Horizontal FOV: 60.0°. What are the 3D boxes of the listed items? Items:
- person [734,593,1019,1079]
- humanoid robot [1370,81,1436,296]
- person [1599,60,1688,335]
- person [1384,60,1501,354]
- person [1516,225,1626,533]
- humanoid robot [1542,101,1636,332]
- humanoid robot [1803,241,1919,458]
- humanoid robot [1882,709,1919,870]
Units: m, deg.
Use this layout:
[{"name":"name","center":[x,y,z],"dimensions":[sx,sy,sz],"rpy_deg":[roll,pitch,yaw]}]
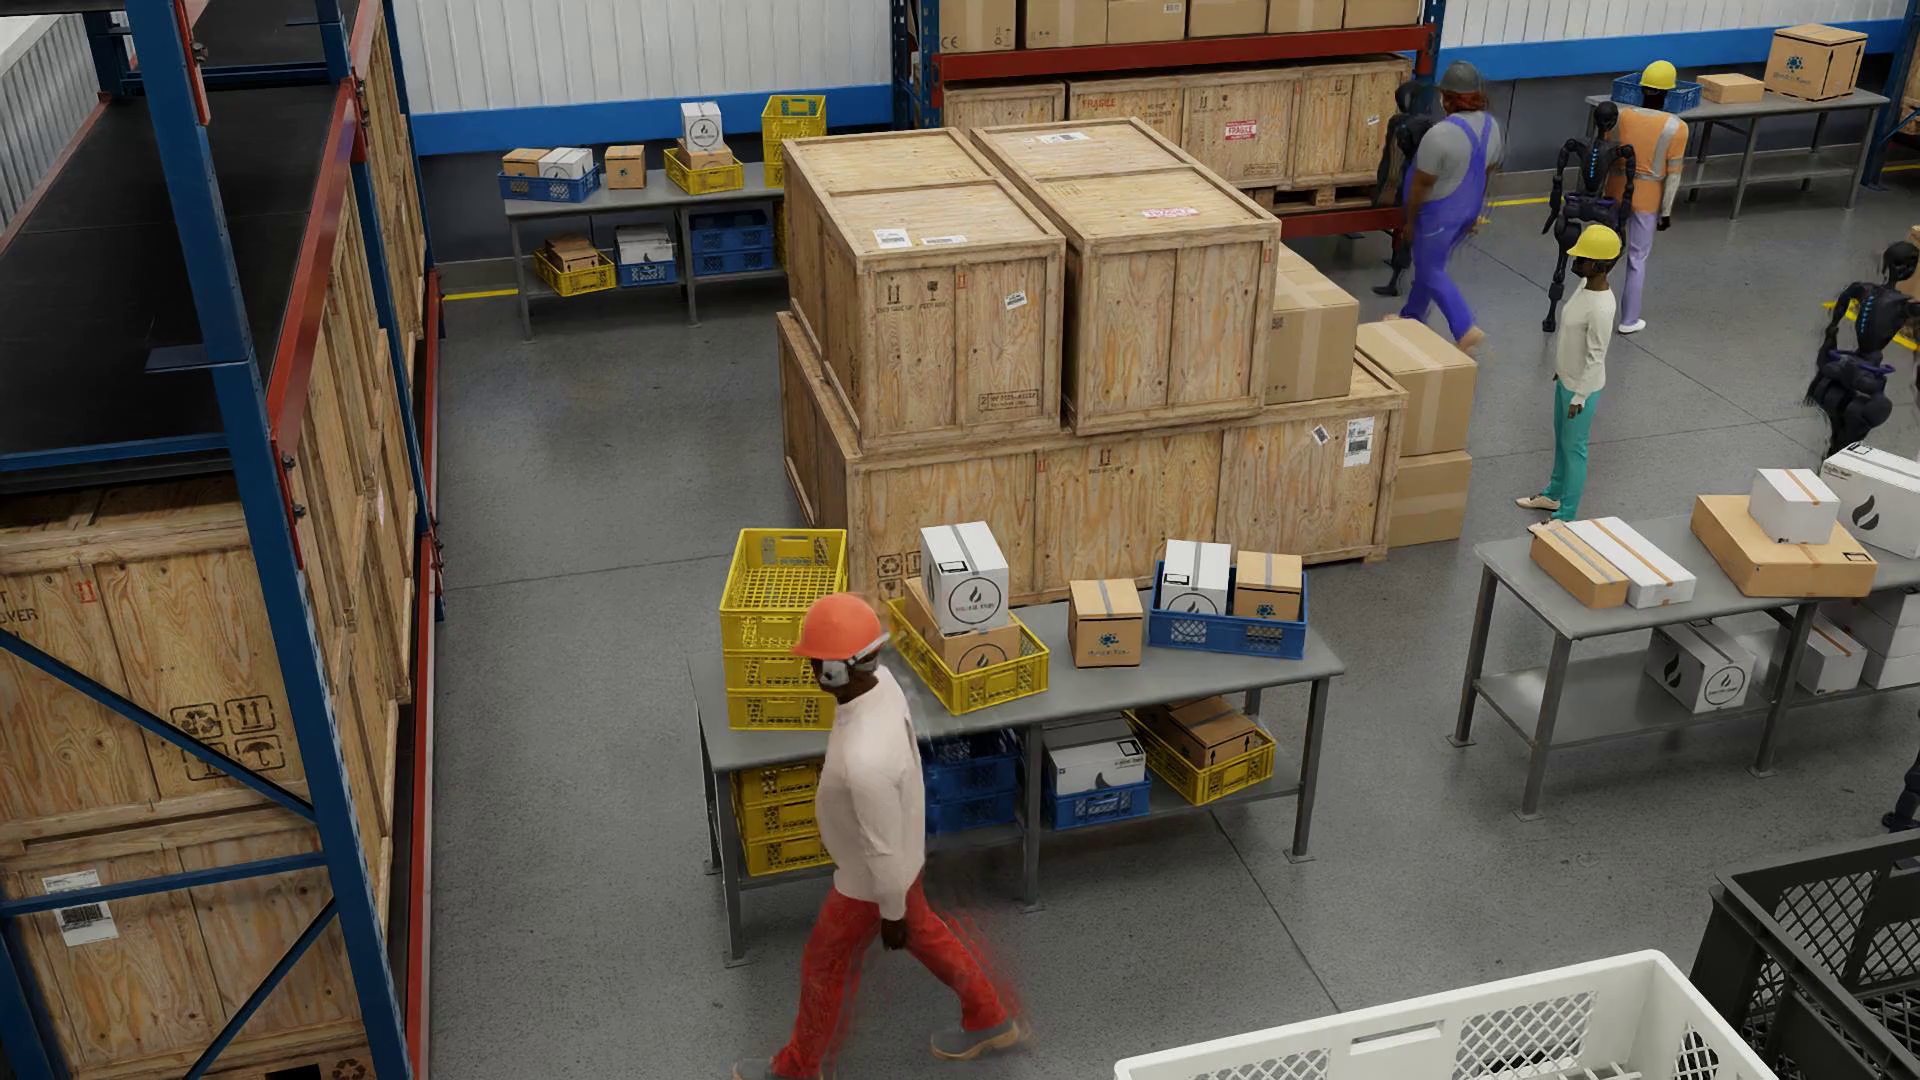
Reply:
[{"name":"person","center":[-0.263,1.036,5.515],"dimensions":[0.986,1.939,0.613],"rpy_deg":[1,29,3]},{"name":"humanoid robot","center":[3.443,-2.646,12.513],"dimensions":[0.751,1.609,0.581],"rpy_deg":[-12,31,-21]},{"name":"person","center":[4.762,-2.412,11.777],"dimensions":[0.587,1.927,0.383],"rpy_deg":[20,35,32]},{"name":"person","center":[3.375,-2.283,11.427],"dimensions":[0.684,2.000,0.904],"rpy_deg":[-21,35,-33]},{"name":"person","center":[3.373,-0.872,9.145],"dimensions":[0.311,1.768,0.522],"rpy_deg":[4,29,7]},{"name":"humanoid robot","center":[4.440,-2.276,11.774],"dimensions":[0.588,1.657,0.328],"rpy_deg":[14,32,24]},{"name":"humanoid robot","center":[5.039,-0.854,9.228],"dimensions":[0.696,1.626,0.553],"rpy_deg":[-12,31,-21]},{"name":"humanoid robot","center":[4.029,0.570,6.611],"dimensions":[0.327,1.653,0.601],"rpy_deg":[25,38,38]}]
